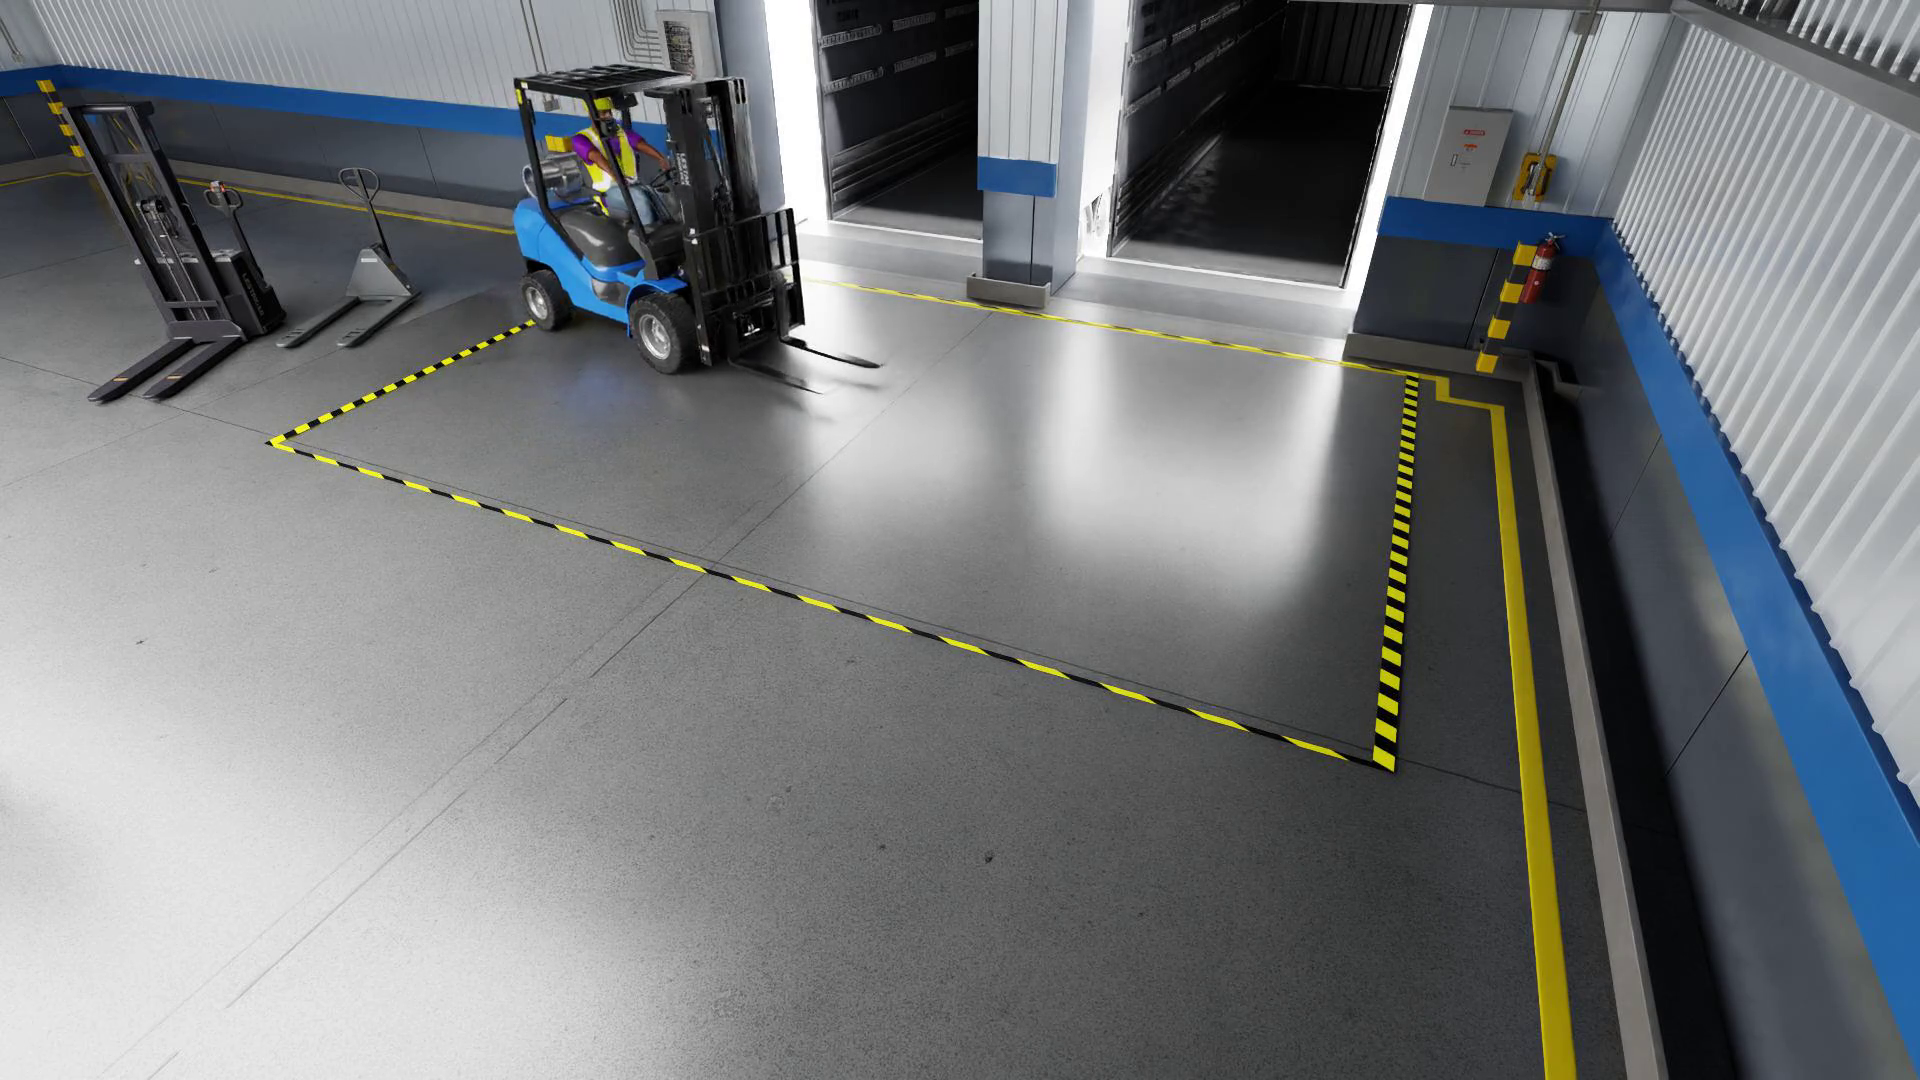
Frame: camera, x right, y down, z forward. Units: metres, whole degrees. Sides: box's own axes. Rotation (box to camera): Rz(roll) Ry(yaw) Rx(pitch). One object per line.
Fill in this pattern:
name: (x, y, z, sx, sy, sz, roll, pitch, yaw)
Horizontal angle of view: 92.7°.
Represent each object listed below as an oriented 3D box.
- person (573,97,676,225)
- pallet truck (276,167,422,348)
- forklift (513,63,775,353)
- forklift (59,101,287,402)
person: (-2.738, -3.050, 7.746, 1.004, 1.293, 0.635, 23, 41, 29)
pallet truck: (-5.732, -2.611, 8.414, 0.680, 1.201, 1.601, -1, 35, -1)
forklift: (-2.782, -2.920, 7.886, 2.680, 2.036, 1.157, 23, 41, 29)
forklift: (-6.686, -2.387, 7.434, 0.823, 1.965, 1.885, -3, 35, -5)
